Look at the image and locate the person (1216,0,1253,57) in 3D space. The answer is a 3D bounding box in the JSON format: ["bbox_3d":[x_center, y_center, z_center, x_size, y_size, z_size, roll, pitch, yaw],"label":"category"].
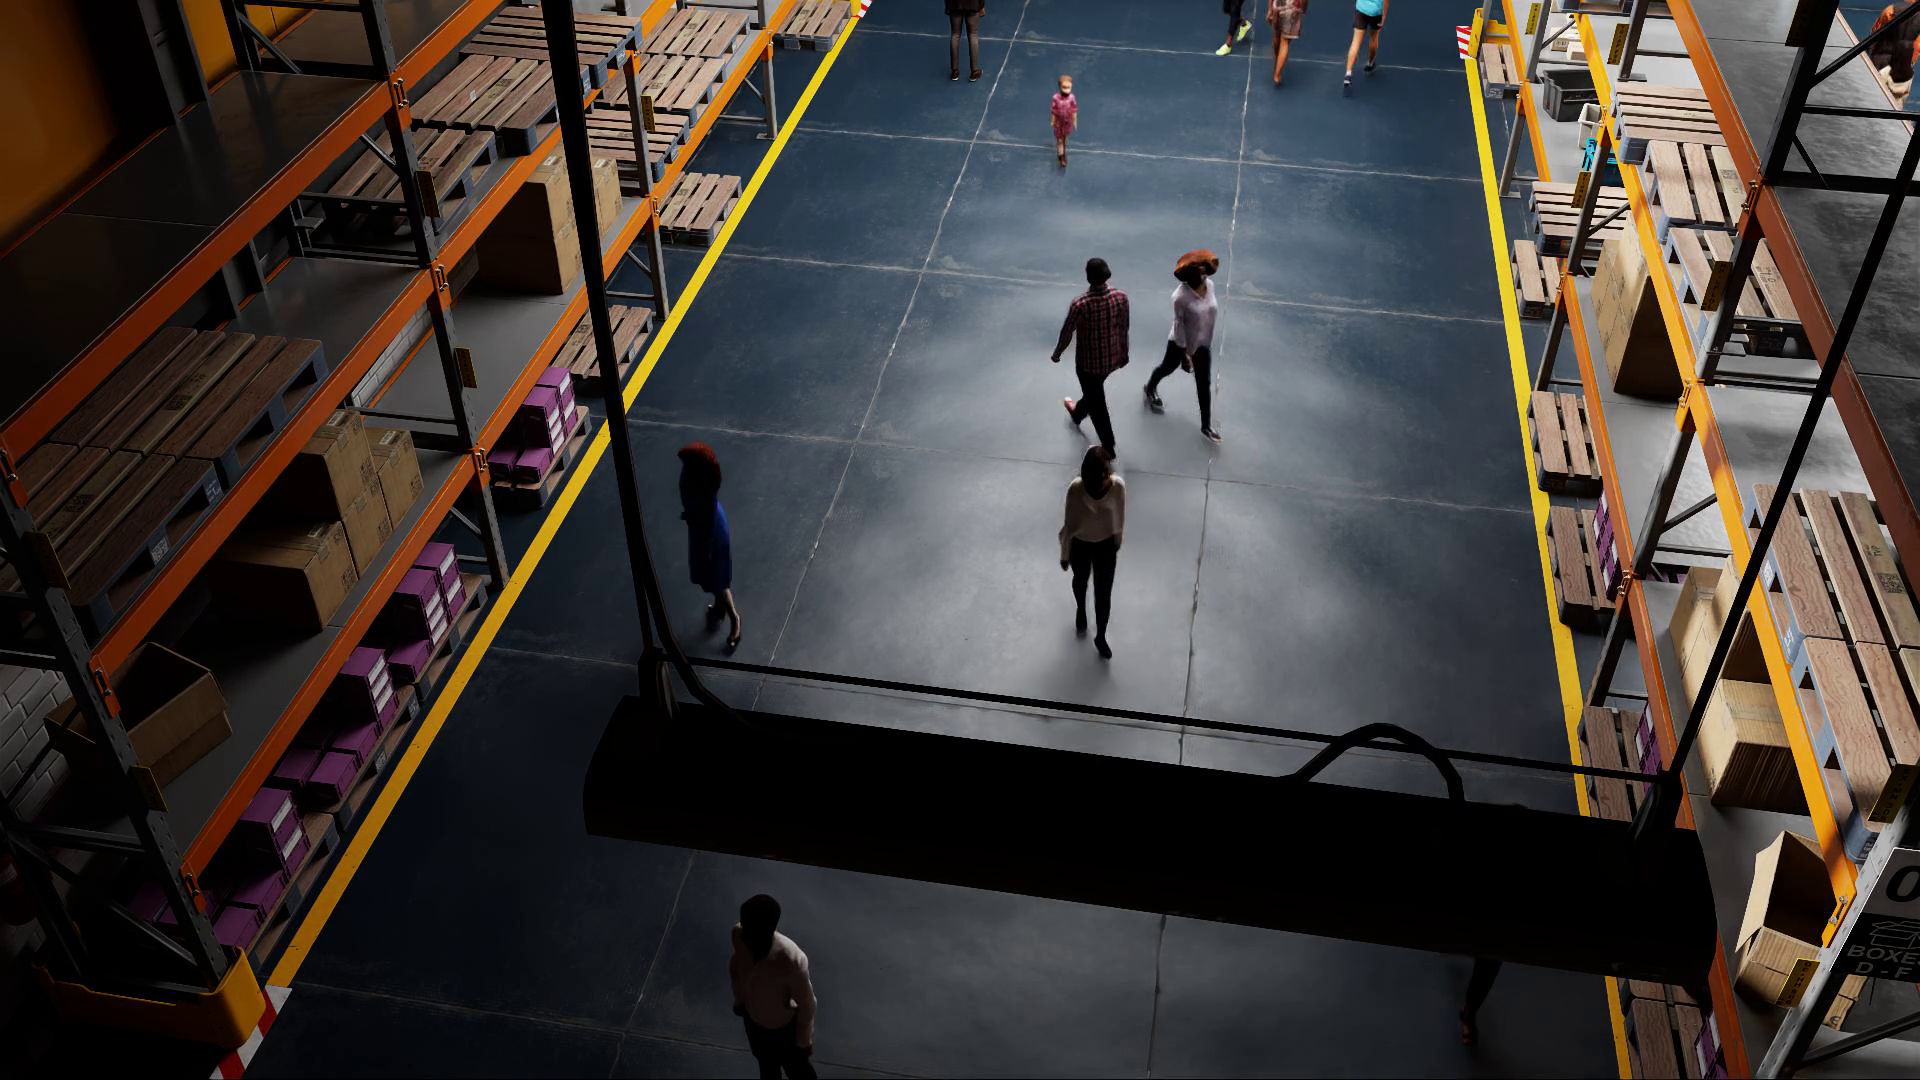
[{"bbox_3d":[3.453,-6.883,20.424,1.008,1.743,0.911,-28,46,-30],"label":"person"}]

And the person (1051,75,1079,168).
[{"bbox_3d":[1.131,-4.607,18.167,0.533,1.002,0.789,-2,39,-2],"label":"person"}]

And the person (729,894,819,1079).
[{"bbox_3d":[-0.959,2.465,8.617,0.740,1.870,0.701,24,45,27],"label":"person"}]

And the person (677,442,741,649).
[{"bbox_3d":[-1.783,-0.067,11.844,0.832,1.798,0.705,-5,39,-6],"label":"person"}]

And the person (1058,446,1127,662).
[{"bbox_3d":[0.917,-0.015,11.883,0.752,1.669,0.915,-1,39,-1],"label":"person"}]

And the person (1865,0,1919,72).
[{"bbox_3d":[10.164,-5.155,18.165,0.859,1.861,1.261,-1,39,-1],"label":"person"}]

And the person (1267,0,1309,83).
[{"bbox_3d":[3.856,-6.221,19.708,0.758,1.602,1.175,12,40,14],"label":"person"}]

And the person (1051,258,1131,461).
[{"bbox_3d":[1.163,-1.445,13.635,1.138,1.717,1.242,-21,43,-24],"label":"person"}]

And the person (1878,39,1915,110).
[{"bbox_3d":[9.629,-4.330,17.318,0.900,1.630,1.152,-5,39,-7],"label":"person"}]

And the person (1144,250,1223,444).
[{"bbox_3d":[1.852,-1.706,14.006,1.112,1.663,1.253,-20,43,-24],"label":"person"}]

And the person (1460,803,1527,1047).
[{"bbox_3d":[2.940,2.017,9.352,0.637,1.653,1.025,6,39,7],"label":"person"}]

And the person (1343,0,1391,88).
[{"bbox_3d":[4.774,-6.165,19.536,0.863,1.728,1.254,17,42,20],"label":"person"}]

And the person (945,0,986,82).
[{"bbox_3d":[0.053,-6.334,19.690,0.648,1.800,0.544,7,39,9],"label":"person"}]
